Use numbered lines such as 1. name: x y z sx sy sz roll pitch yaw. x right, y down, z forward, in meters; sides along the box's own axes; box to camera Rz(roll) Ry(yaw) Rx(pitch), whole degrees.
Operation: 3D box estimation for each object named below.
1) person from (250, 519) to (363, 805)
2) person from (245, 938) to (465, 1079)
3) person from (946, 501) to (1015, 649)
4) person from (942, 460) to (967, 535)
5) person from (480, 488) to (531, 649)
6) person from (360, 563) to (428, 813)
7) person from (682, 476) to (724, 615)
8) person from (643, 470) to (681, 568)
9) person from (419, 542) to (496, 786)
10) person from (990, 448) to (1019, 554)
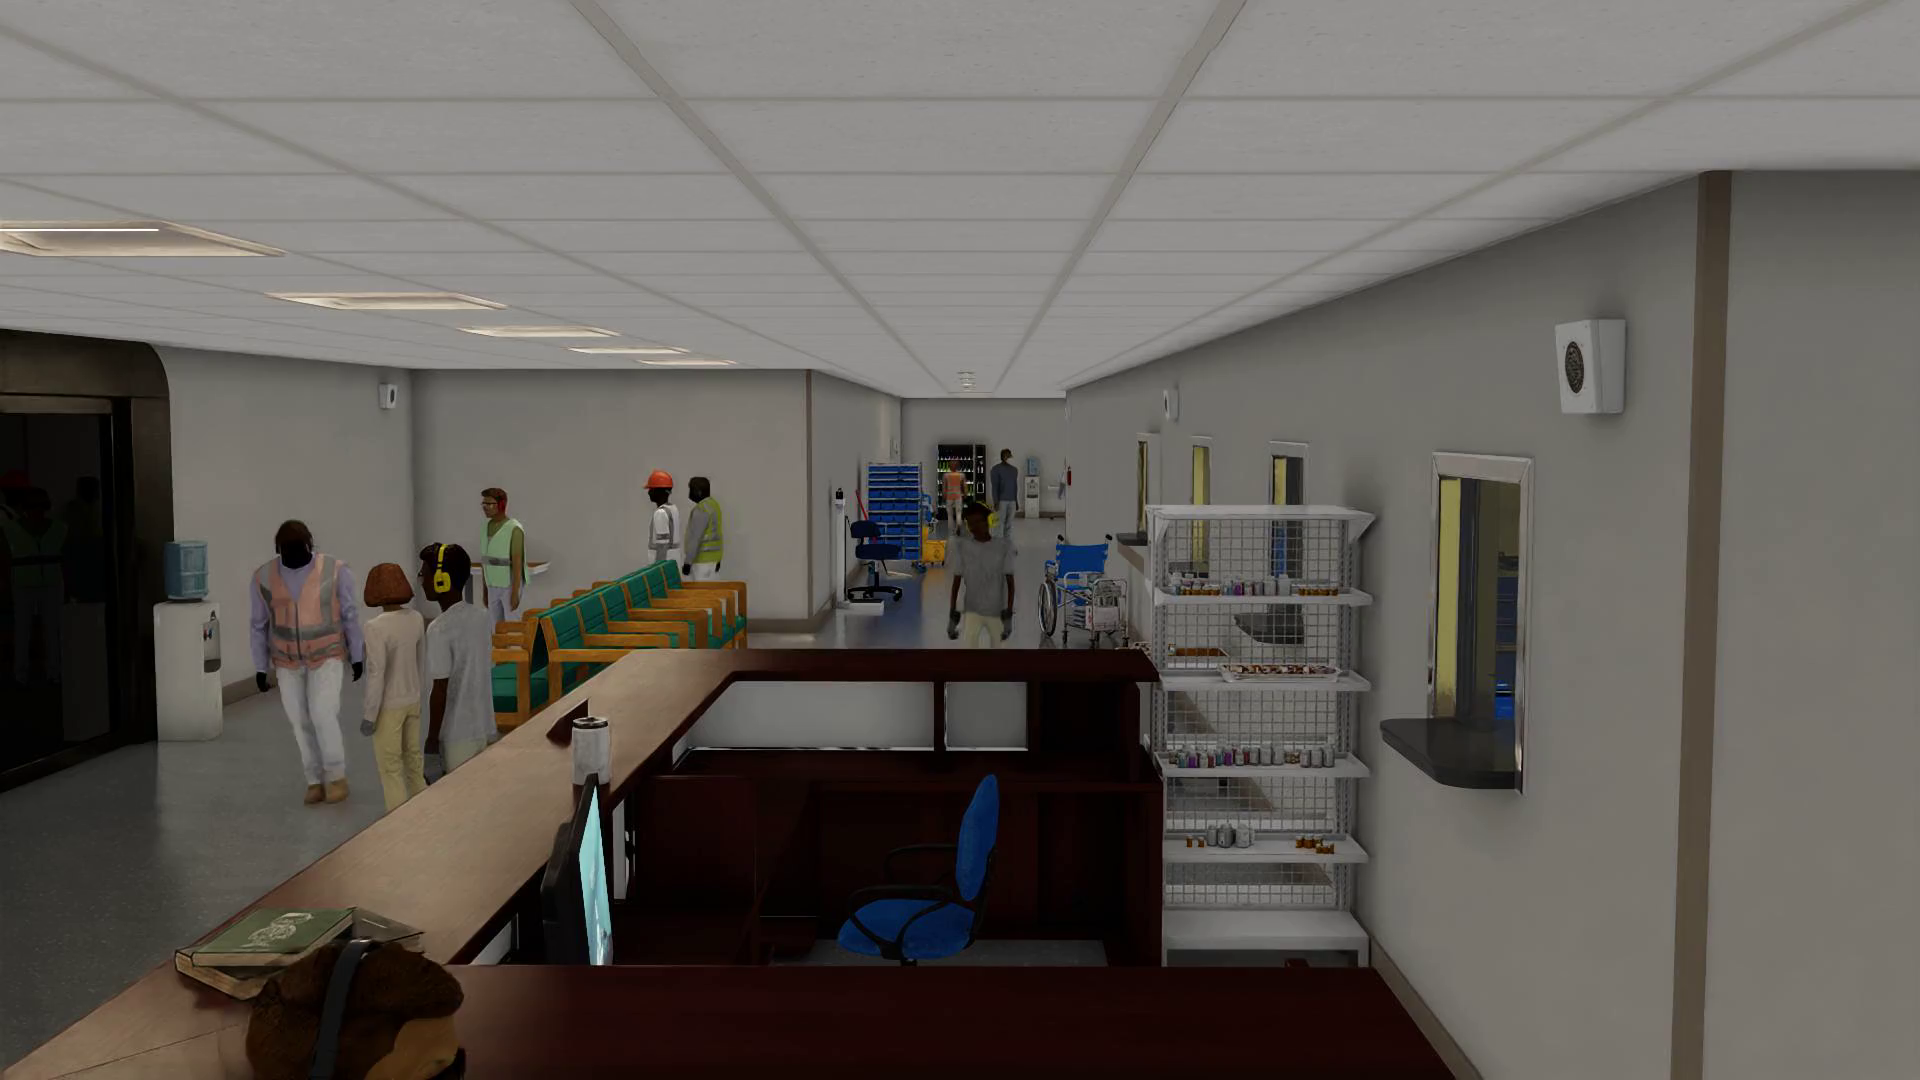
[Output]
1. person: -4.114 0.773 10.444 0.653 1.810 0.514 0 4 -6
2. person: -0.723 1.365 1.899 0.491 1.834 0.544 0 4 3
3. person: 0.159 0.598 13.002 0.541 1.801 0.840 0 4 1
4. person: -0.115 -0.892 35.140 0.526 1.612 0.721 0 4 -5
5. person: -4.085 0.445 14.912 0.559 1.836 0.399 3 5 39
6. person: -3.158 0.943 9.269 0.264 1.632 0.508 1 4 15
7. person: -2.880 0.216 18.138 0.614 1.818 0.636 0 4 1
8. person: -2.960 0.278 16.506 0.357 1.938 0.542 0 4 3
9. person: -2.342 0.938 7.781 0.331 1.862 0.507 1 4 11
10. person: 0.824 -0.690 30.072 0.631 1.940 0.372 -4 6 -44
